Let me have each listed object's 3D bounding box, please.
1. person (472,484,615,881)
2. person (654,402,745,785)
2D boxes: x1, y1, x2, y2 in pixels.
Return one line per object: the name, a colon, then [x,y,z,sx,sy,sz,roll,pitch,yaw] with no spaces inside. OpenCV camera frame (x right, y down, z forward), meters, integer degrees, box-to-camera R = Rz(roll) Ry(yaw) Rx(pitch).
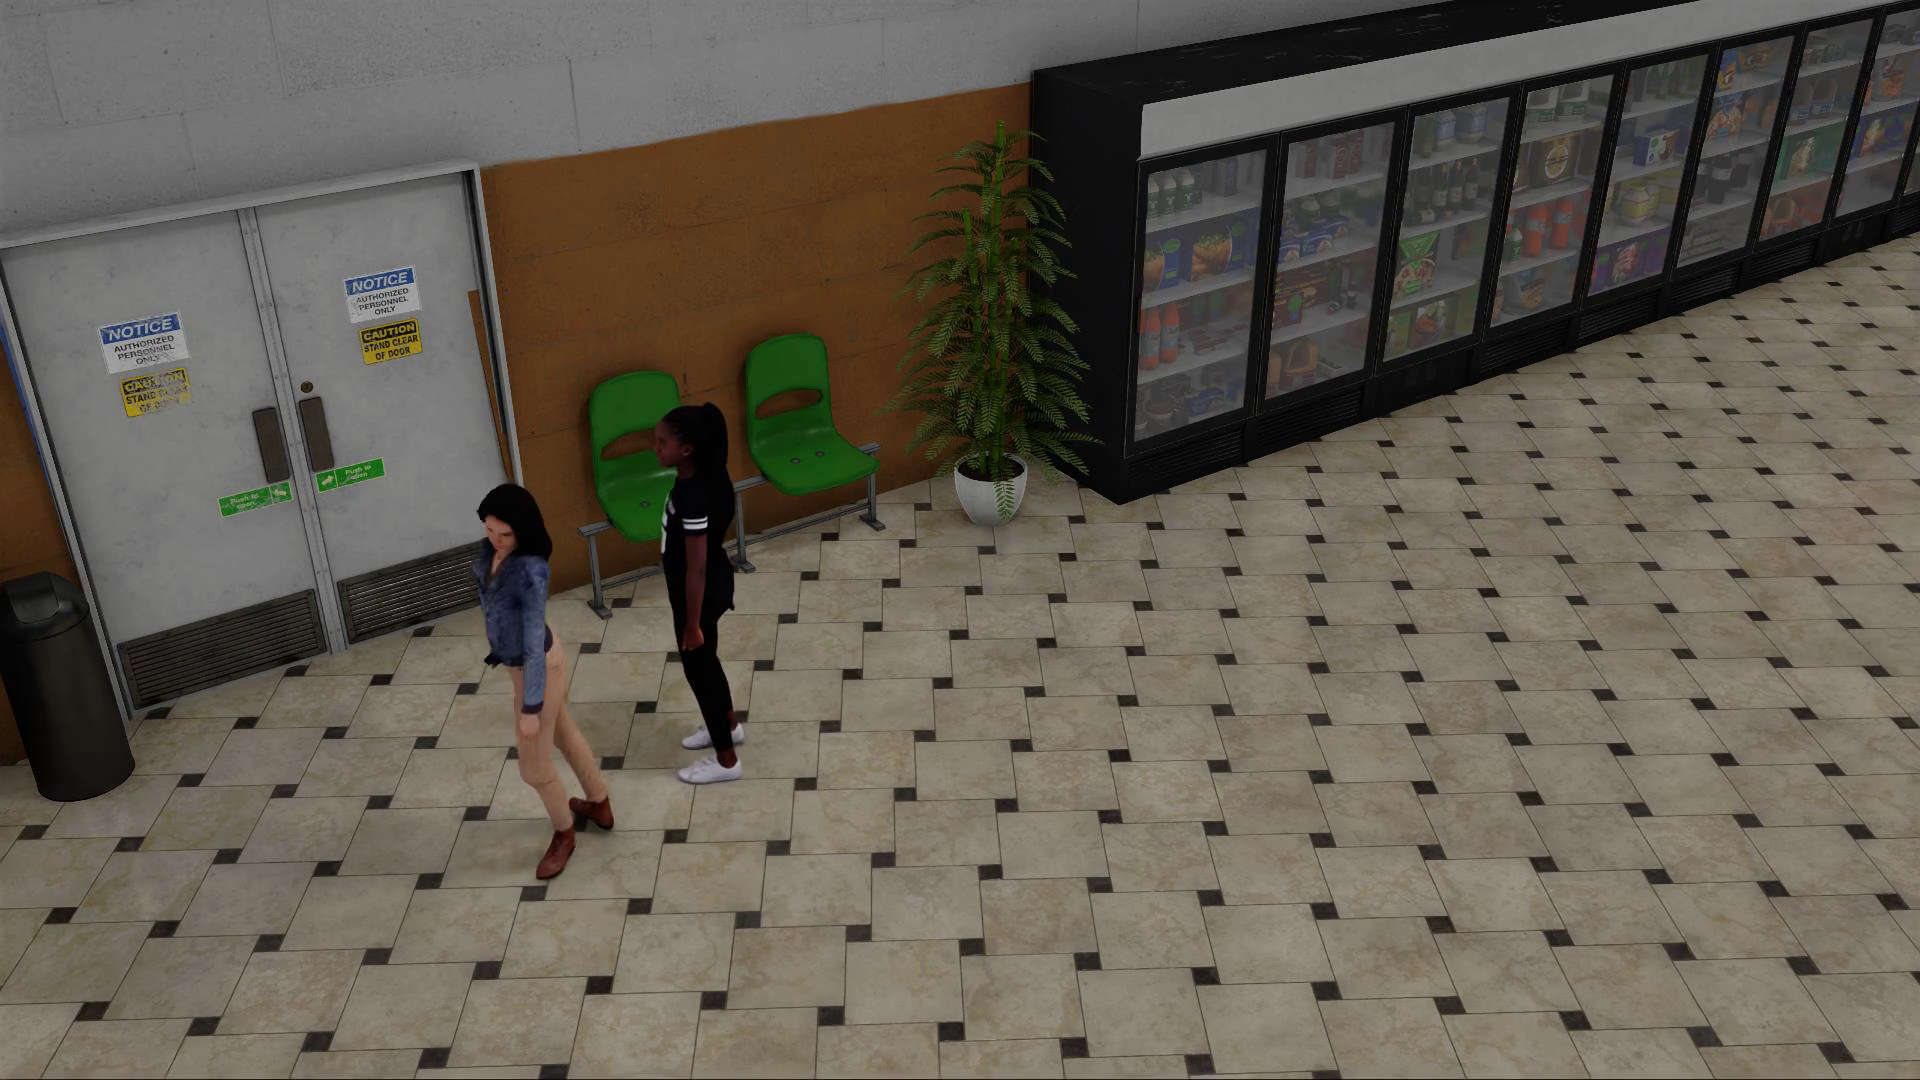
person: [-1.612,0.519,6.414,0.835,1.743,0.664,-6,29,-11]
person: [-1.079,0.233,6.956,0.760,1.724,0.642,-4,29,-8]
